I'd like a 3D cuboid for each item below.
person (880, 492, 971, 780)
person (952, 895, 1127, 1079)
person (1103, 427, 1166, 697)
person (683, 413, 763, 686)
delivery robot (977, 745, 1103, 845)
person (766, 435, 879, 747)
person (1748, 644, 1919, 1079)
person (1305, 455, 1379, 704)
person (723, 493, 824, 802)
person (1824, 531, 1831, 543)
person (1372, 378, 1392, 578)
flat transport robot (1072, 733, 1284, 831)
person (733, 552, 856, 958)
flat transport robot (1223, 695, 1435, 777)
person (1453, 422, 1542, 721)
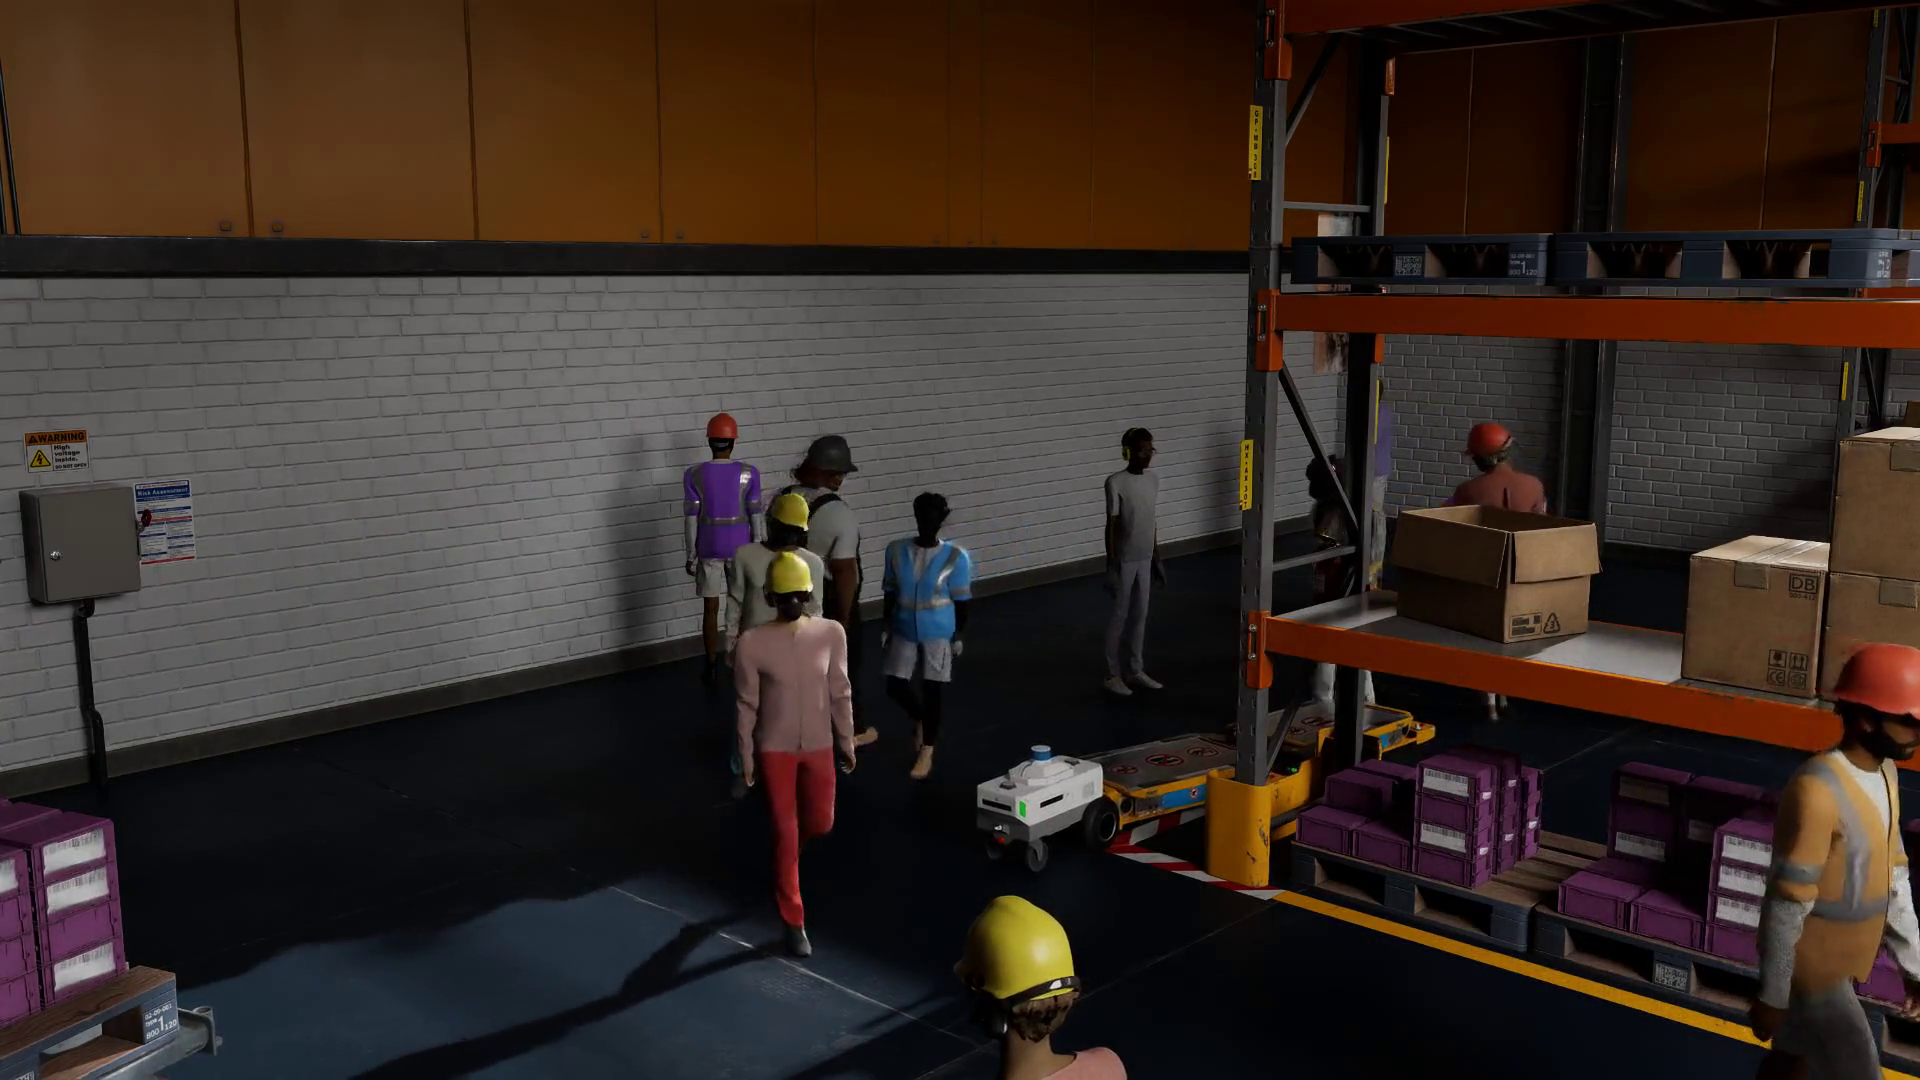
[{"bbox_3d":[-0.199,0.540,9.674,0.548,1.681,0.413,3,10,18],"label":"person"},{"bbox_3d":[0.111,1.552,3.240,0.534,1.767,0.320,-9,13,-44],"label":"person"},{"bbox_3d":[1.210,0.143,11.565,0.531,1.868,0.312,-8,12,-40],"label":"person"},{"bbox_3d":[-1.680,0.066,11.823,0.552,1.935,0.364,-1,9,-9],"label":"person"},{"bbox_3d":[0.402,1.276,8.348,0.477,0.478,0.707,8,12,40],"label":"delivery robot"},{"bbox_3d":[-0.866,0.321,9.942,0.682,2.000,0.969,6,11,31],"label":"person"},{"bbox_3d":[2.594,1.237,4.739,0.807,1.902,0.538,8,12,40],"label":"person"},{"bbox_3d":[2.391,0.352,10.554,0.779,1.783,0.641,-2,9,-10],"label":"person"},{"bbox_3d":[-1.029,0.597,9.187,0.560,1.736,0.373,0,9,-2],"label":"person"},{"bbox_3d":[5.375,0.414,9.986,0.430,1.845,0.623,2,9,10],"label":"person"},{"bbox_3d":[3.947,-0.604,15.926,0.352,1.937,0.635,3,10,18],"label":"person"},{"bbox_3d":[1.073,1.325,9.198,1.431,0.197,0.652,-6,11,-34],"label":"flat transport robot"},{"bbox_3d":[-0.757,0.890,7.351,0.526,1.744,0.672,-5,10,-27],"label":"person"},{"bbox_3d":[2.218,1.180,10.091,1.431,0.197,0.652,-9,13,-43],"label":"flat transport robot"},{"bbox_3d":[3.461,0.192,10.994,0.649,1.956,0.679,-2,9,-10],"label":"person"}]
